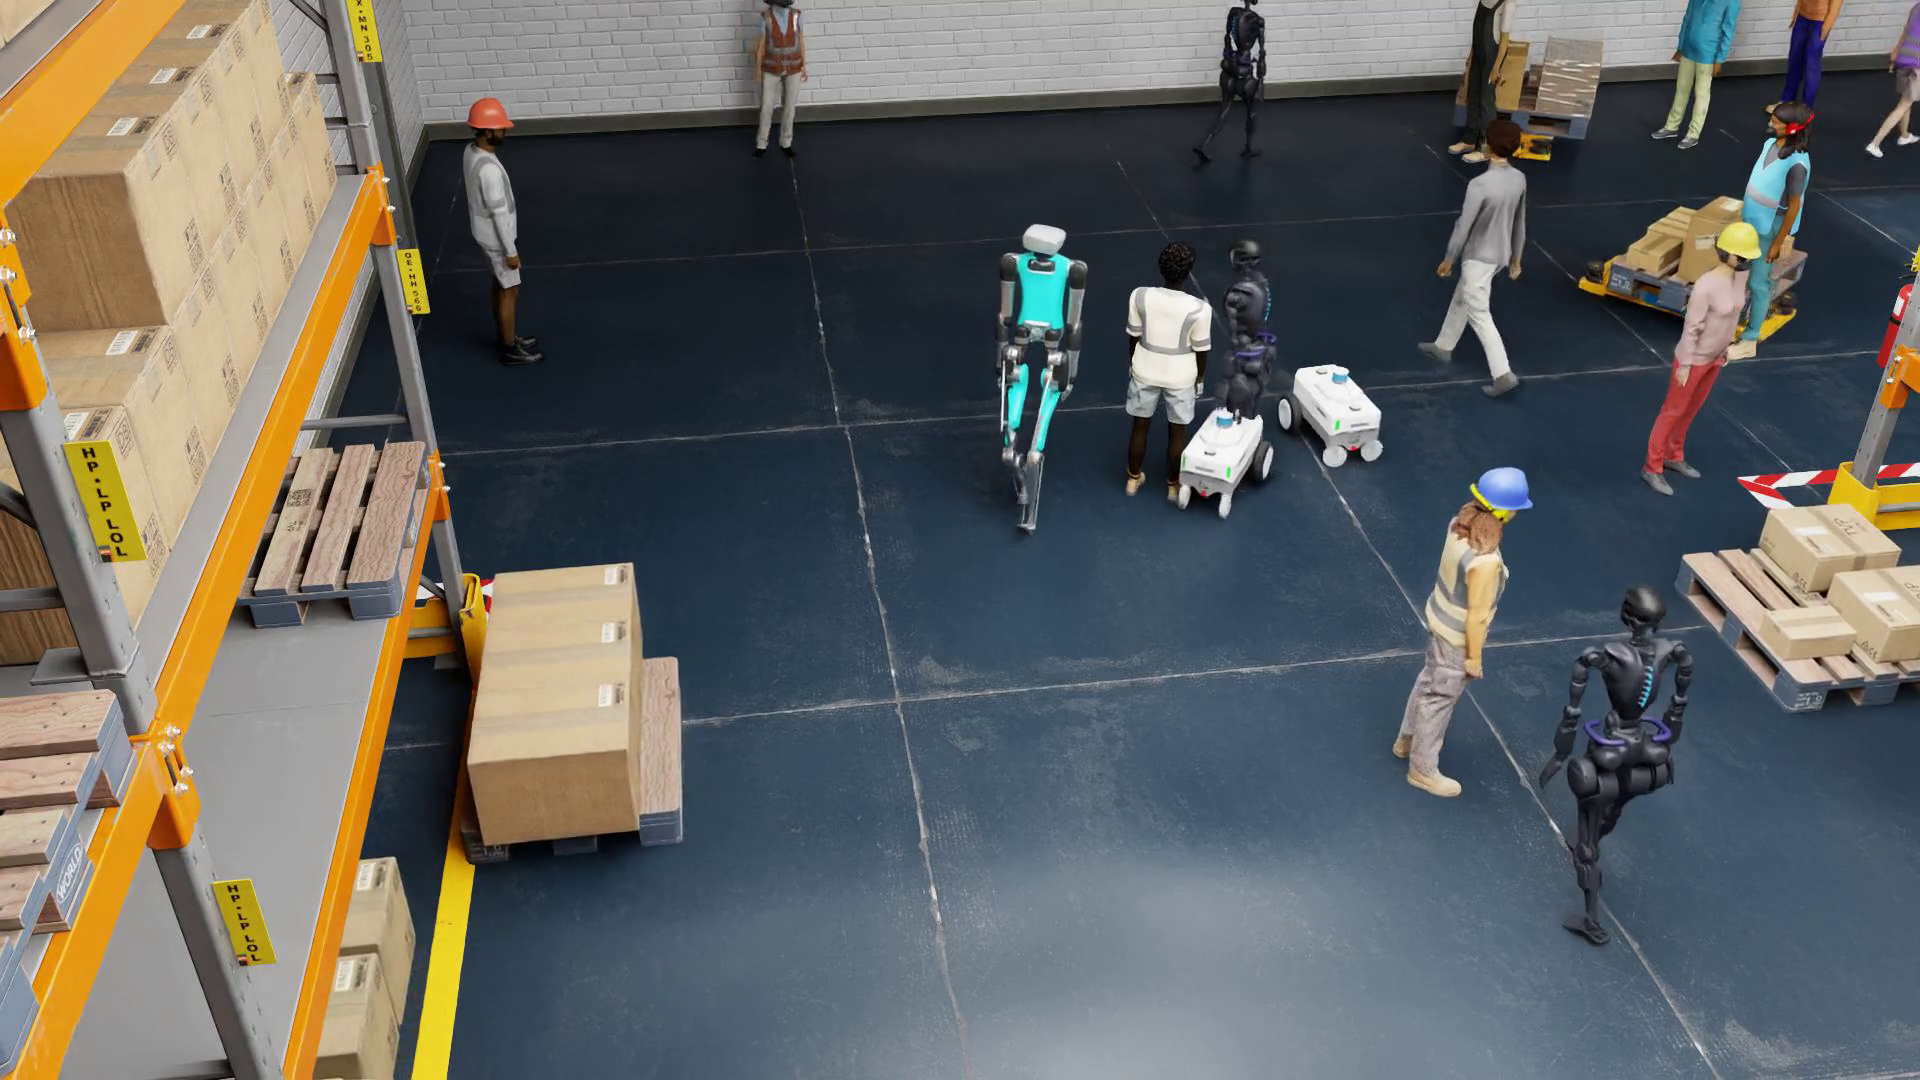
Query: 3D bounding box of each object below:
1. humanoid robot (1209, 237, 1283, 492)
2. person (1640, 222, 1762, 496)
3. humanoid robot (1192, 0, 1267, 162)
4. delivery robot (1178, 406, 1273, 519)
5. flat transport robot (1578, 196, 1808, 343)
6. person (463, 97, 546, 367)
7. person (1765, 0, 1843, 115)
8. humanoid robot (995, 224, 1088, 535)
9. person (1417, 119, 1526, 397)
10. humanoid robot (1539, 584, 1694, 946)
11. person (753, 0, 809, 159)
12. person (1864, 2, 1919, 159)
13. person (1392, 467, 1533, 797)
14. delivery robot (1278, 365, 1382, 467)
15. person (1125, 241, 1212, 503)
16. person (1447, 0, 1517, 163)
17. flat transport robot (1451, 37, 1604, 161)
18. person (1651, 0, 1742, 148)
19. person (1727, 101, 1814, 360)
[{"bbox_3d":[1.785,-1.042,10.179,0.446,1.657,0.616,18,37,26],"label":"humanoid robot"},{"bbox_3d":[4.568,-1.116,10.192,0.531,1.766,0.323,-24,40,-31],"label":"person"},{"bbox_3d":[2.503,-4.234,15.107,0.742,1.650,0.583,-19,37,-26],"label":"humanoid robot"},{"bbox_3d":[1.643,-0.532,10.422,0.499,0.612,0.809,15,36,21],"label":"delivery robot"},{"bbox_3d":[5.577,-1.896,12.759,1.431,0.231,0.659,28,42,36],"label":"flat transport robot"},{"bbox_3d":[-3.199,-2.136,11.613,0.390,1.927,0.548,-16,36,-23],"label":"person"},{"bbox_3d":[8.235,-5.051,16.042,0.404,1.972,0.515,-8,34,-12],"label":"person"},{"bbox_3d":[0.413,-0.869,9.915,0.530,1.852,0.887,7,34,11],"label":"humanoid robot"},{"bbox_3d":[3.625,-1.932,11.364,0.525,1.857,0.961,-20,38,-27],"label":"person"},{"bbox_3d":[2.841,0.941,7.160,0.589,1.634,0.700,-4,33,-6],"label":"humanoid robot"},{"bbox_3d":[-1.659,-4.294,15.154,0.539,1.669,0.322,-10,34,-15],"label":"person"},{"bbox_3d":[8.762,-4.336,15.234,0.892,1.643,0.519,-17,37,-24],"label":"person"},{"bbox_3d":[2.376,0.410,7.854,0.356,1.764,0.533,-1,33,-2],"label":"person"},{"bbox_3d":[2.464,-0.858,10.910,0.530,0.600,0.771,-7,34,-11],"label":"delivery robot"},{"bbox_3d":[1.248,-1.001,10.086,0.531,1.691,0.321,13,35,19],"label":"person"},{"bbox_3d":[4.777,-4.362,15.107,0.344,1.839,0.499,-7,34,-11],"label":"person"},{"bbox_3d":[5.360,-3.977,15.946,0.659,0.231,1.431,11,35,16],"label":"flat transport robot"},{"bbox_3d":[6.860,-4.528,15.440,0.344,1.741,0.563,-14,36,-20],"label":"person"},{"bbox_3d":[5.669,-2.179,11.729,0.370,1.865,0.541,-3,33,-5],"label":"person"}]
